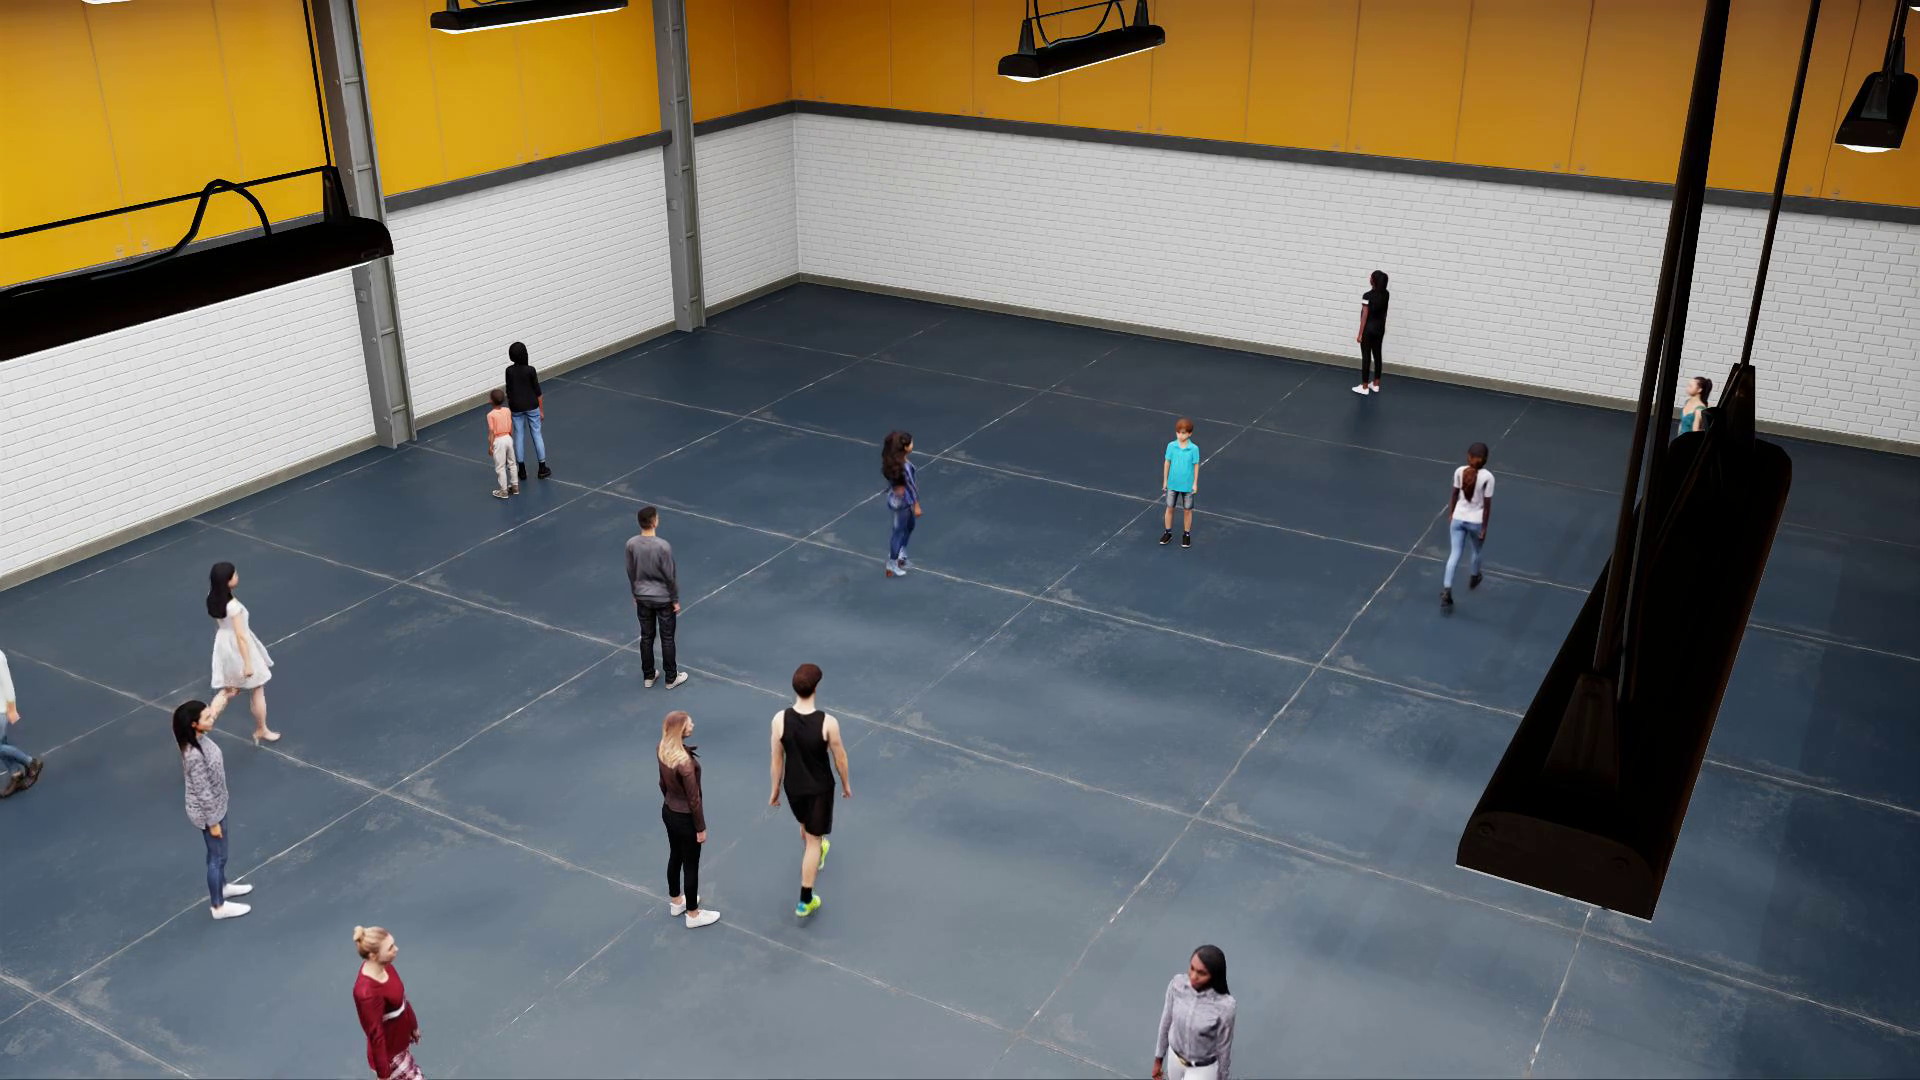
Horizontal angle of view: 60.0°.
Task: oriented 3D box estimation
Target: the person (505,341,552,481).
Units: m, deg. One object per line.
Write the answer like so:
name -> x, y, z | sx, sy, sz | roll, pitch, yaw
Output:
person -> -5.209, -1.553, 19.911 | 0.662, 1.701, 0.703 | -3, 24, -7

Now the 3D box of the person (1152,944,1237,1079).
person -> 1.379, 2.997, 9.508 | 1.187, 1.696, 0.814 | -22, 32, -40

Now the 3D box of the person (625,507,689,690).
person -> -2.769, 0.521, 15.092 | 0.680, 1.761, 0.635 | 5, 24, 12

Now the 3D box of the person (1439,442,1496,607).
person -> 5.064, -0.122, 16.670 | 0.678, 1.675, 1.199 | 16, 28, 32

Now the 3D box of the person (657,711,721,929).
person -> -1.982, 1.974, 11.839 | 0.630, 1.705, 0.667 | -18, 29, -35

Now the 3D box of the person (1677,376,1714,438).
person -> 8.207, -1.034, 18.747 | 0.678, 1.681, 0.582 | -1, 24, -1

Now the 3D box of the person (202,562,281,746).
person -> -6.139, 1.034, 13.927 | 0.675, 1.754, 1.016 | 17, 29, 33

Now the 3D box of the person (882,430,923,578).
person -> -0.692, -0.359, 17.290 | 0.803, 1.612, 0.752 | -8, 25, -17

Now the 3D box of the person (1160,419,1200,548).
person -> 2.413, -0.639, 18.136 | 0.555, 1.449, 0.525 | 7, 25, 16

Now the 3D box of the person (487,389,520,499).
person -> -5.358, -1.141, 19.455 | 0.582, 1.311, 0.447 | 18, 30, 36

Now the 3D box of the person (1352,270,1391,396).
person -> 5.679, -2.867, 22.884 | 0.680, 1.728, 0.770 | -12, 26, -25

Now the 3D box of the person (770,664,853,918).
person -> -1.104, 1.834, 11.984 | 0.988, 1.845, 1.281 | 4, 24, 10

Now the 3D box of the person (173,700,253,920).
person -> -5.407, 1.914, 11.942 | 0.724, 1.731, 0.701 | -10, 26, -22

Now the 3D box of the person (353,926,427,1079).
person -> -3.372, 2.953, 9.613 | 0.824, 1.693, 0.755 | -5, 24, -11

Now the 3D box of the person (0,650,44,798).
person -> -7.741, 1.307, 13.451 | 0.569, 1.634, 0.631 | 13, 27, 27
